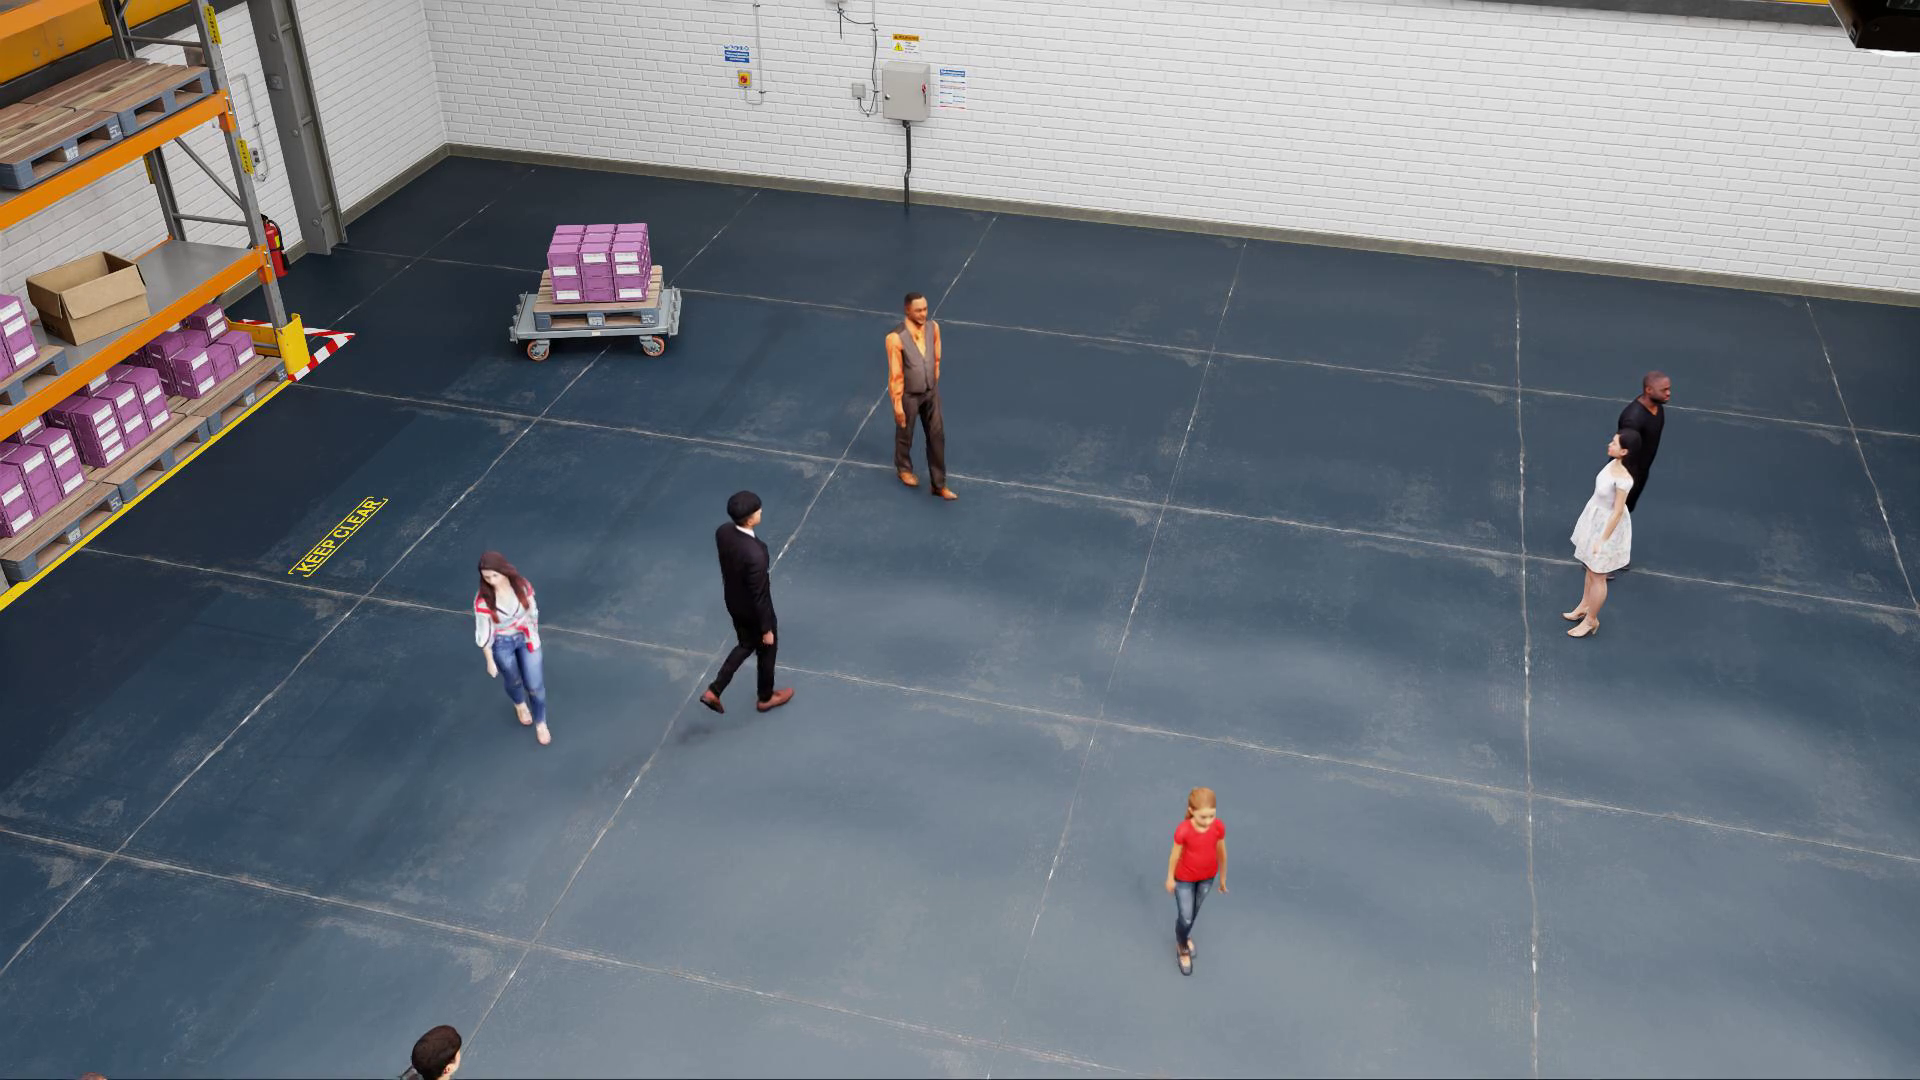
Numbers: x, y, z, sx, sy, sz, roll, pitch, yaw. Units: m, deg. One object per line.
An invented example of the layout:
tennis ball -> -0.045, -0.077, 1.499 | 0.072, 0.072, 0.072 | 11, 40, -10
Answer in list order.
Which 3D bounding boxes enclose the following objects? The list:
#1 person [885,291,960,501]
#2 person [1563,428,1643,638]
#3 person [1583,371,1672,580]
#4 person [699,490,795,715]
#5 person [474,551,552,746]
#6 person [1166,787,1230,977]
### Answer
person -> -0.445, -1.283, 14.188 | 1.107, 1.884, 1.148 | -20, 38, -27
person -> 4.815, -0.057, 12.443 | 0.709, 1.775, 0.574 | 7, 34, 10
person -> 5.274, -0.535, 13.124 | 0.809, 1.817, 0.677 | 27, 42, 34
person -> -1.536, 0.489, 11.538 | 1.108, 1.867, 1.014 | -23, 40, -30
person -> -3.099, 0.674, 11.522 | 0.842, 1.577, 0.915 | -19, 38, -26
person -> 1.368, 1.937, 9.869 | 0.620, 1.303, 0.684 | -9, 35, -14
